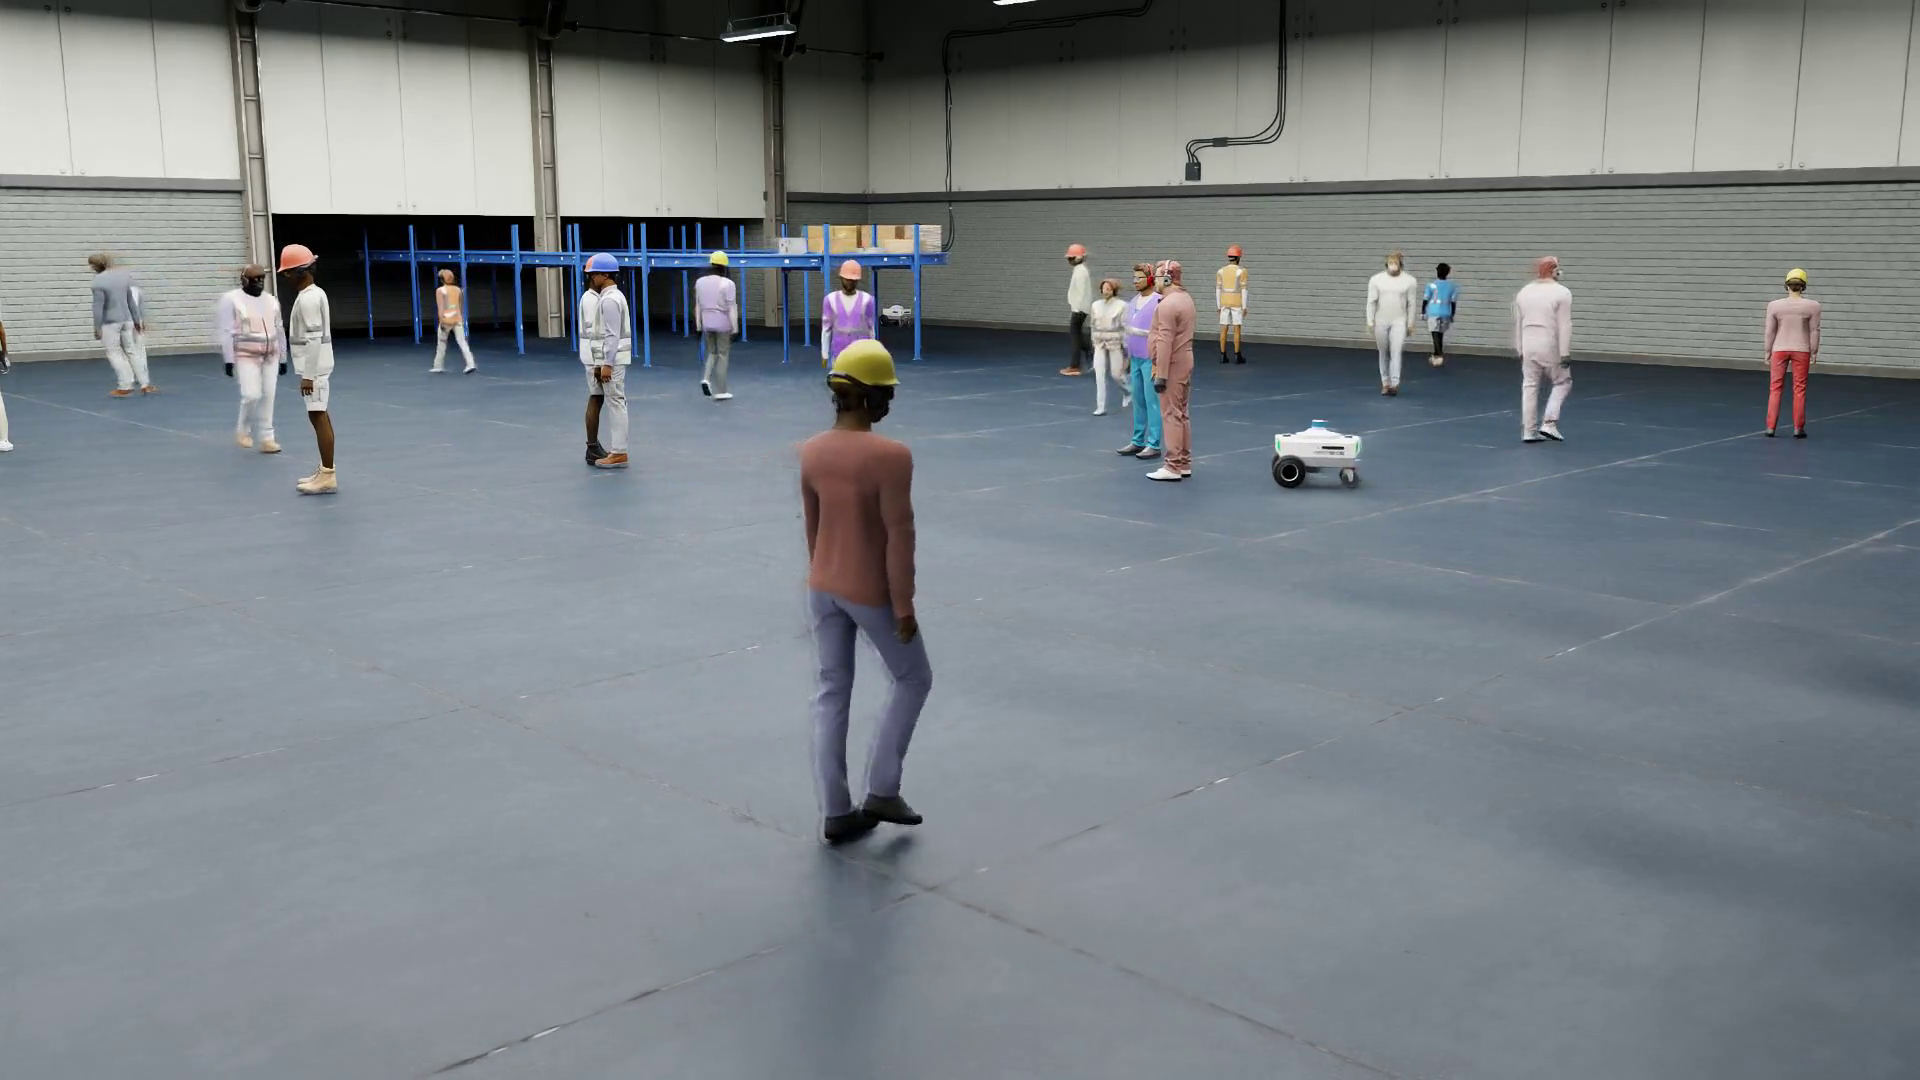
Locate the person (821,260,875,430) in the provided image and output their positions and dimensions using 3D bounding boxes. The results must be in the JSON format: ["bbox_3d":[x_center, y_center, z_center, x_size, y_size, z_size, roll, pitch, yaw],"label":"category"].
[{"bbox_3d":[-1.176,-2.014,17.542,0.562,1.869,1.102,0,10,0],"label":"person"}]

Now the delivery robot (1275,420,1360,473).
[{"bbox_3d":[3.051,-0.781,14.201,0.707,0.478,0.477,2,11,9],"label":"delivery robot"}]

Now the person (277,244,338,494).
[{"bbox_3d":[-5.369,-1.406,13.718,0.389,2.034,0.605,-3,11,-17],"label":"person"}]

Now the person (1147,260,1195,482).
[{"bbox_3d":[1.826,-1.477,14.495,0.399,1.895,0.634,4,11,21],"label":"person"}]

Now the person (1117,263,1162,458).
[{"bbox_3d":[1.786,-1.718,15.927,0.389,1.846,0.567,-5,12,-26],"label":"person"}]

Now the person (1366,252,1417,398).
[{"bbox_3d":[5.668,-2.833,21.899,0.633,1.884,1.033,3,11,17],"label":"person"}]

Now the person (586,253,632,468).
[{"bbox_3d":[-3.207,-1.650,15.280,0.384,1.949,0.603,-2,11,-9],"label":"person"}]

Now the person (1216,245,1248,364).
[{"bbox_3d":[4.529,-3.915,27.657,0.547,1.938,0.379,7,12,33],"label":"person"}]

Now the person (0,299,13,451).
[{"bbox_3d":[-9.617,-1.796,16.287,0.538,1.869,0.312,-6,12,-30],"label":"person"}]

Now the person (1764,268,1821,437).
[{"bbox_3d":[8.745,-1.965,17.502,0.523,1.766,0.315,6,12,30],"label":"person"}]

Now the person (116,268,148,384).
[{"bbox_3d":[-11.898,-3.060,23.810,0.310,1.640,0.514,4,11,23],"label":"person"}]

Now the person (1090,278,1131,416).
[{"bbox_3d":[1.802,-2.303,19.750,0.515,1.620,0.587,6,12,32],"label":"person"}]

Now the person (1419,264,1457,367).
[{"bbox_3d":[7.767,-3.648,26.978,0.535,1.656,0.839,-2,11,-12],"label":"person"}]

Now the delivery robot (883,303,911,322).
[{"bbox_3d":[-1.472,-5.304,38.866,0.477,0.478,0.707,-10,14,-44],"label":"delivery robot"}]

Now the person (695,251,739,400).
[{"bbox_3d":[-3.116,-2.763,21.447,0.605,1.908,0.424,5,12,26],"label":"person"}]

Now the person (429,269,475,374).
[{"bbox_3d":[-7.801,-3.348,25.530,0.879,1.602,0.522,6,12,31],"label":"person"}]

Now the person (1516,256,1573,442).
[{"bbox_3d":[6.013,-1.943,17.011,0.508,1.891,0.671,-7,13,-34],"label":"person"}]

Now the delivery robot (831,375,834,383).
[{"bbox_3d":[-1.404,-2.122,21.516,0.477,0.478,0.707,3,11,16],"label":"delivery robot"}]

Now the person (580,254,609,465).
[{"bbox_3d":[-3.350,-1.683,15.491,0.369,1.933,0.551,-2,11,-12],"label":"person"}]

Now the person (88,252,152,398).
[{"bbox_3d":[-11.059,-2.829,21.865,0.468,1.894,0.765,3,11,15],"label":"person"}]

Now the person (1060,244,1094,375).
[{"bbox_3d":[1.825,-3.495,25.308,0.537,1.982,0.654,1,10,4],"label":"person"}]

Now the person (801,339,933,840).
[{"bbox_3d":[-0.315,0.177,5.831,0.554,1.747,0.481,8,13,39],"label":"person"}]

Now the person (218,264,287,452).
[{"bbox_3d":[-6.862,-1.765,16.226,0.433,1.831,0.653,7,12,33],"label":"person"}]
